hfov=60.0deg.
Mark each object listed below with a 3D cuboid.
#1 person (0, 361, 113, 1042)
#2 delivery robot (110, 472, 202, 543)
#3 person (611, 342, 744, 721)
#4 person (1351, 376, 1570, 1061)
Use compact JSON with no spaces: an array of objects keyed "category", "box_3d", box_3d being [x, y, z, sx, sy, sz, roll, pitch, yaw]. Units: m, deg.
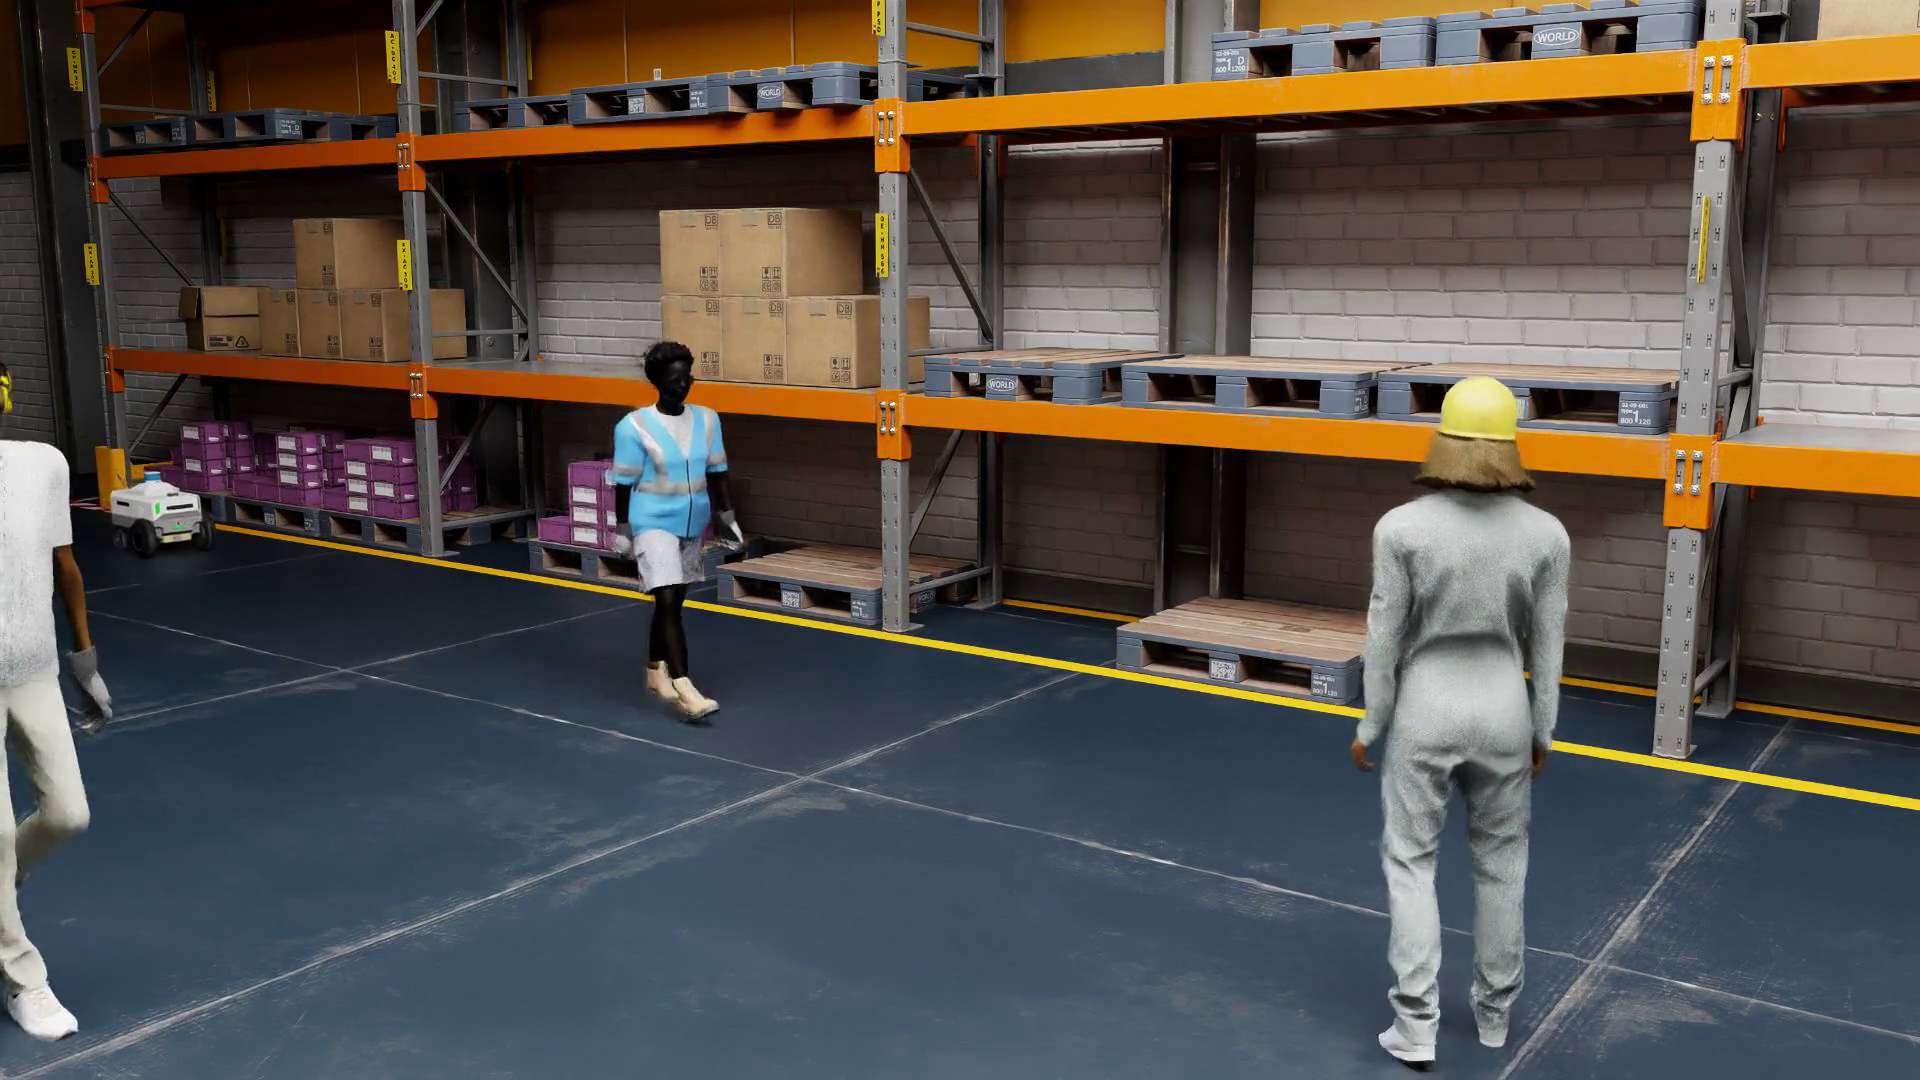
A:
[{"category":"person","box_3d":[-2.554,0.369,4.393,0.583,1.858,0.540,7,12,36]},{"category":"delivery robot","box_3d":[-5.592,-0.232,11.558,0.707,0.478,0.477,7,12,38]},{"category":"person","box_3d":[-1.224,-0.041,7.387,0.815,1.656,0.548,9,13,43]},{"category":"person","box_3d":[1.265,0.461,4.218,0.492,1.753,0.350,1,10,3]}]
